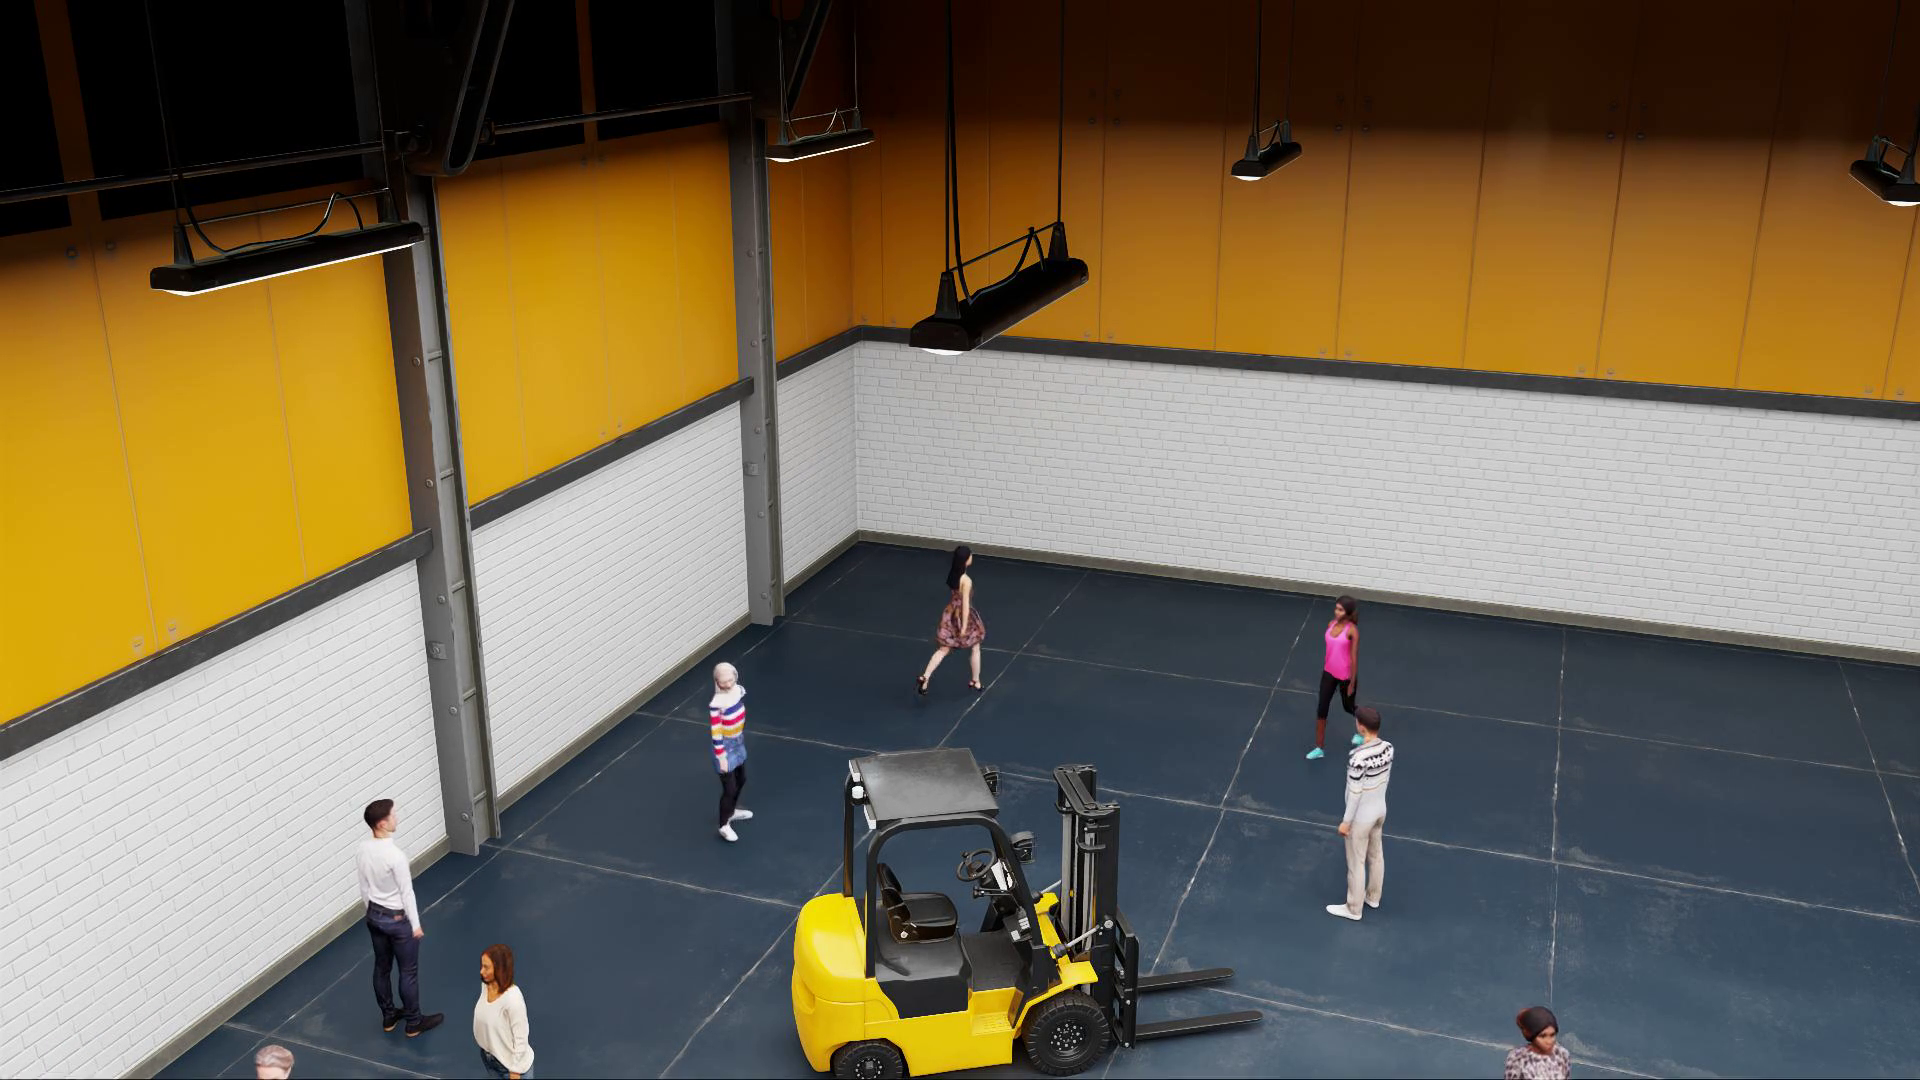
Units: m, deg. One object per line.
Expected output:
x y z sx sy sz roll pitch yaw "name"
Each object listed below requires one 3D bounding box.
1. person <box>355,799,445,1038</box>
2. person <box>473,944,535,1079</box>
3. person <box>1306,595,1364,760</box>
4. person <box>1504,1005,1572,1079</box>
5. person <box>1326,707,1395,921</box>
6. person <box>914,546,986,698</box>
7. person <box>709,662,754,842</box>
-4.197 2.777 12.237 0.642 1.870 0.623 10 21 26 "person"
-2.933 3.359 10.803 0.690 1.683 0.678 17 25 42 "person"
3.882 1.364 16.714 1.171 1.691 0.947 -15 24 -37 "person"
3.459 3.568 10.163 0.915 1.696 1.121 -3 19 -9 "person"
3.369 2.256 13.801 0.684 1.860 0.826 -16 25 -40 "person"
-0.089 0.929 17.928 1.220 1.740 1.030 -14 23 -35 "person"
-2.116 1.881 15.050 0.863 1.773 0.552 3 19 9 "person"
